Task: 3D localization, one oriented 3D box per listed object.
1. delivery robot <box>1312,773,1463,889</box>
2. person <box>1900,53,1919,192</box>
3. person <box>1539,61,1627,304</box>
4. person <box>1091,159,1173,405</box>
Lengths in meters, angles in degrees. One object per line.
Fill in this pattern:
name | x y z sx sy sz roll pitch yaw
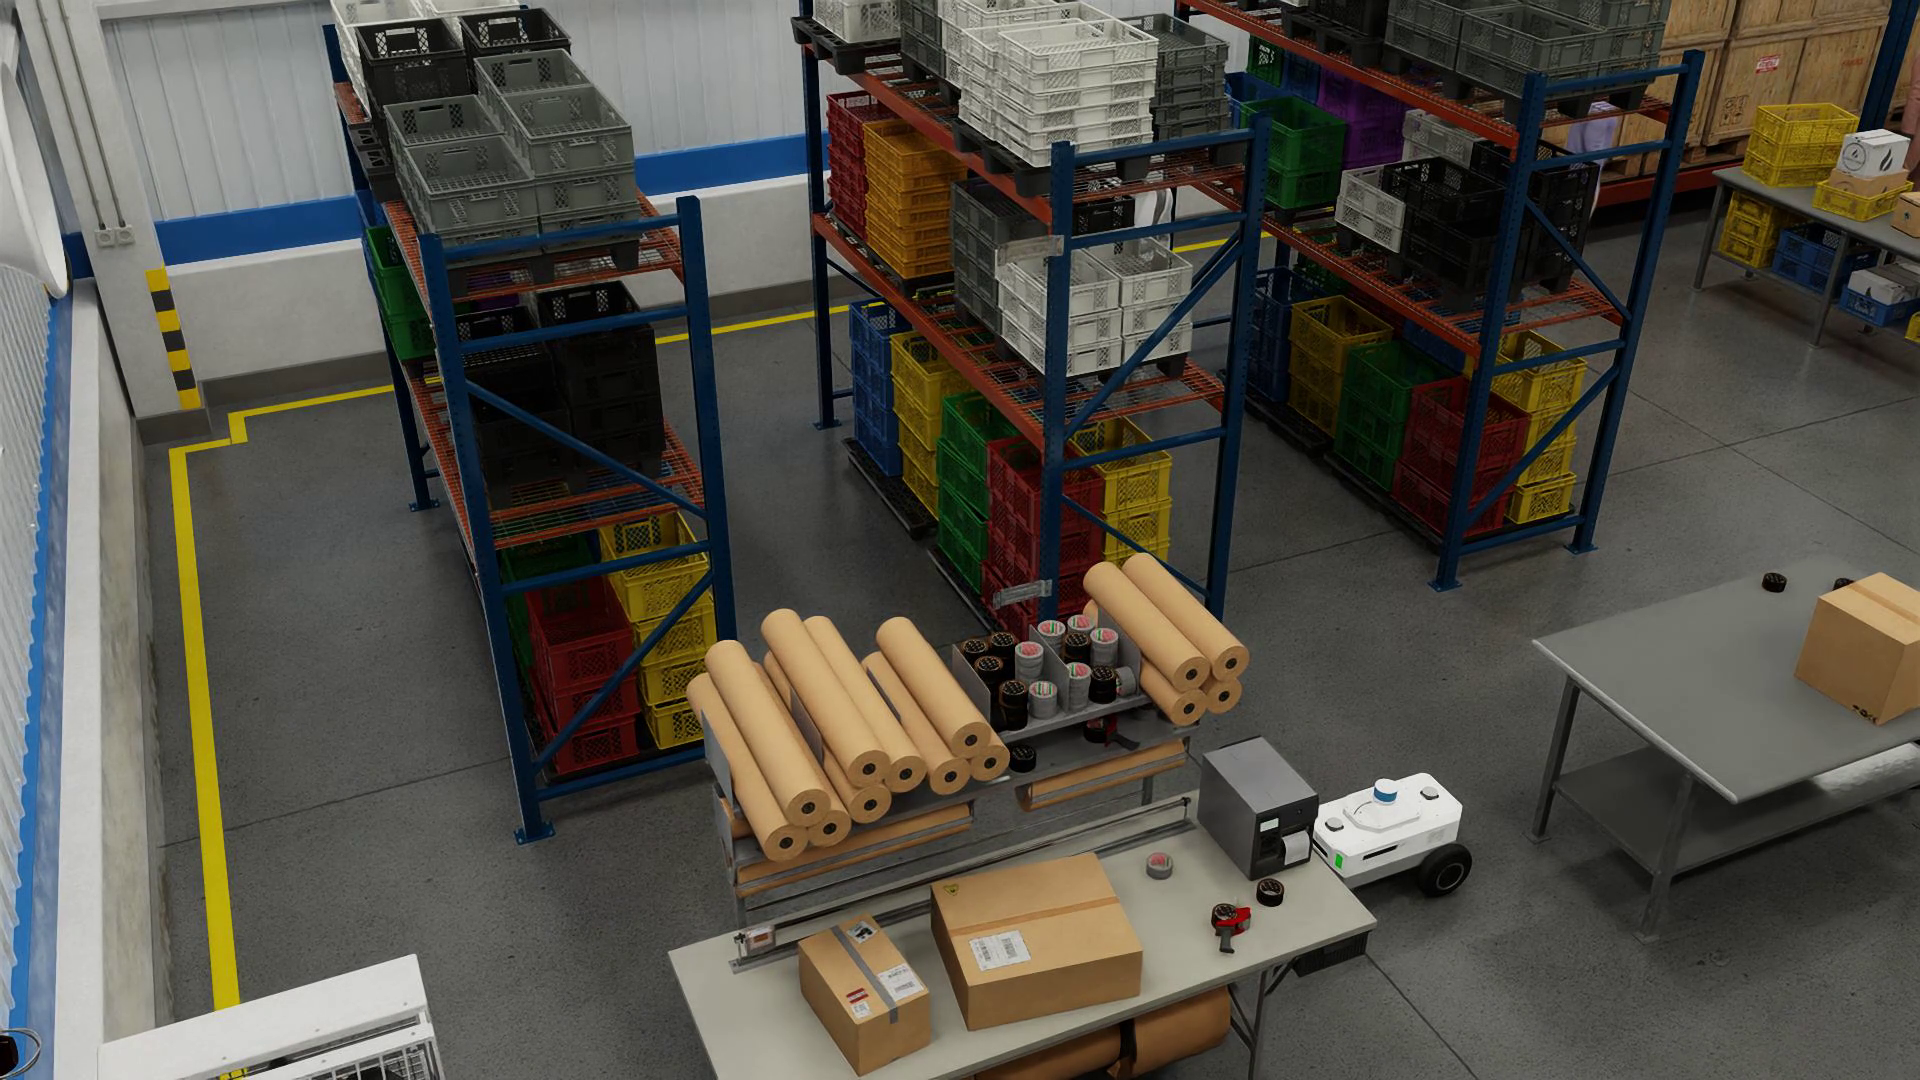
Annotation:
delivery robot | 1.888 1.293 7.490 0.707 0.478 0.477 -13 34 -20
person | 8.259 -3.517 14.114 0.639 1.903 0.406 -13 34 -20
person | 4.856 -2.827 12.958 0.372 1.939 0.629 5 32 7
person | 1.142 -1.805 11.349 0.586 1.882 0.341 -3 32 -4
